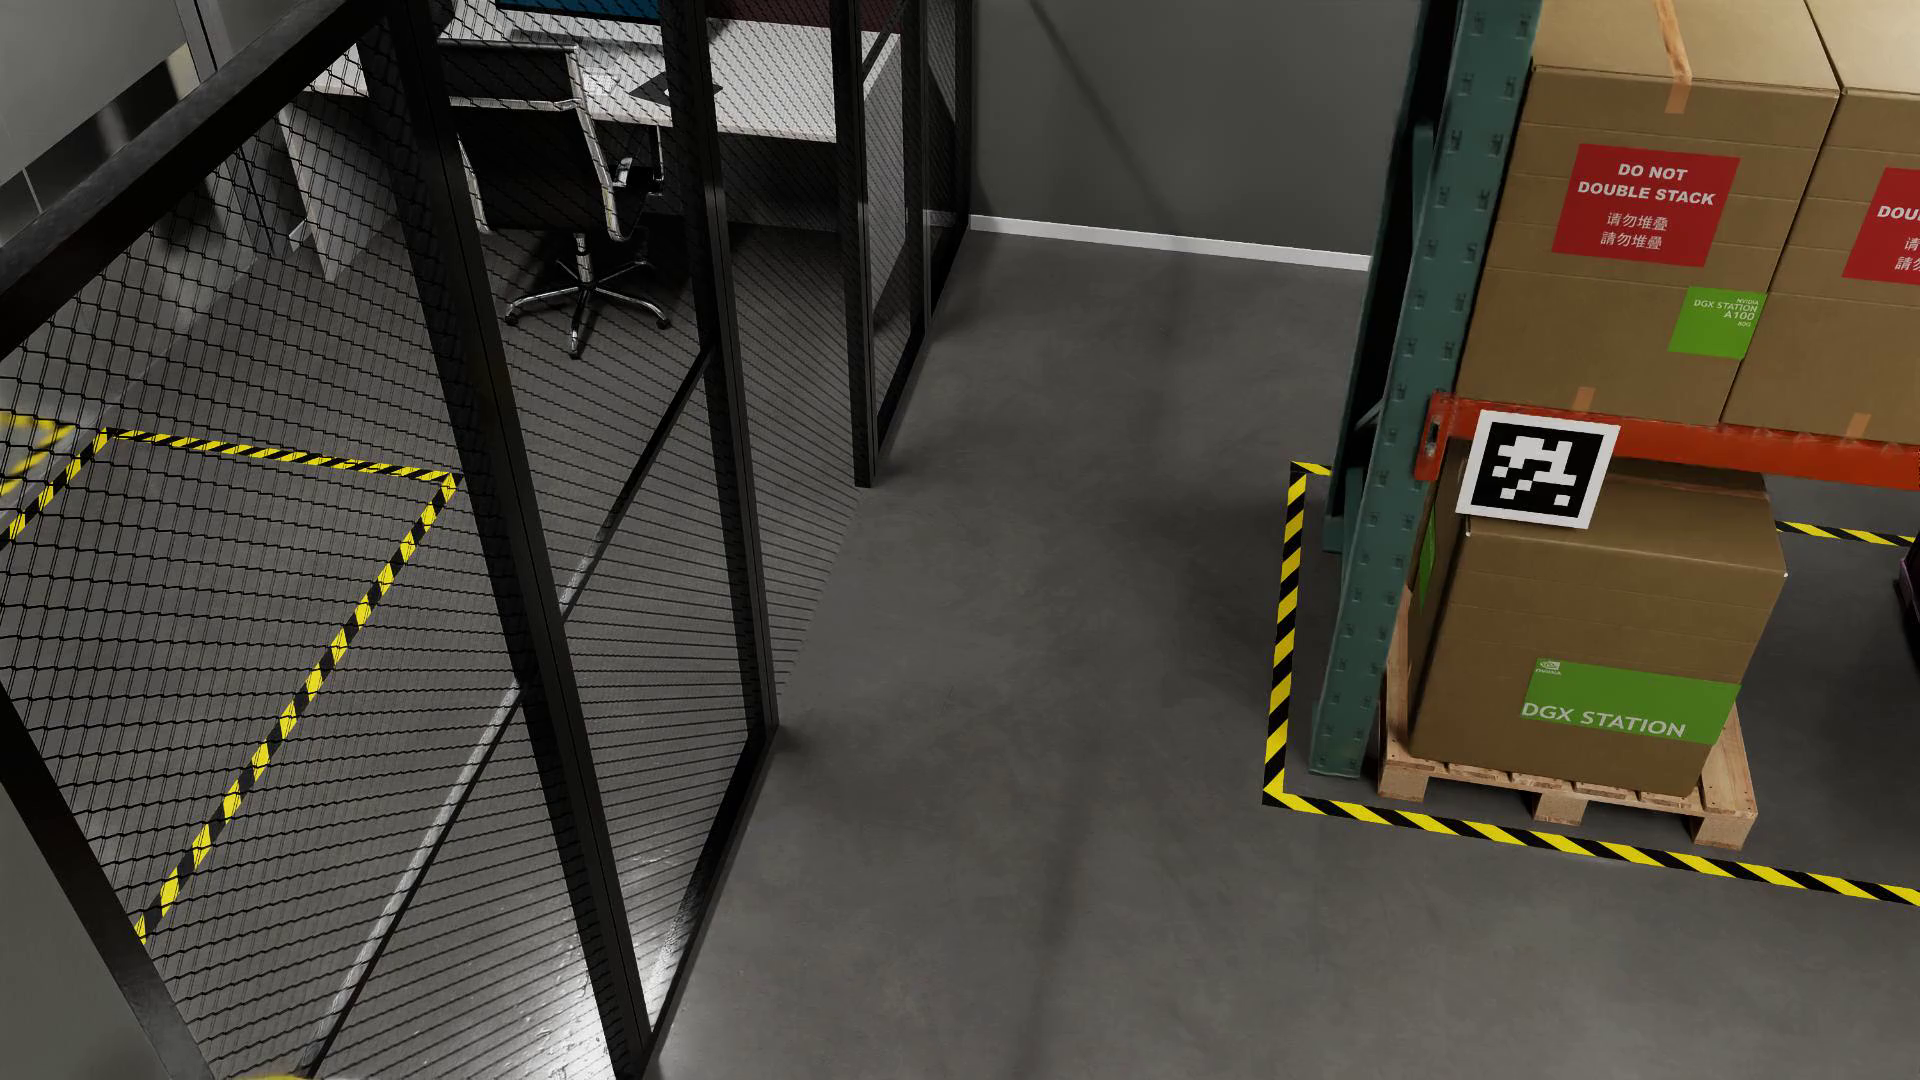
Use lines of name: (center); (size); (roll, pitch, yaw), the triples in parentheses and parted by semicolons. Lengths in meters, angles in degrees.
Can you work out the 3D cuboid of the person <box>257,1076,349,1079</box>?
person: (-0.677, 1.234, 2.157); (0.600, 1.829, 0.404); (13, 43, 14)
